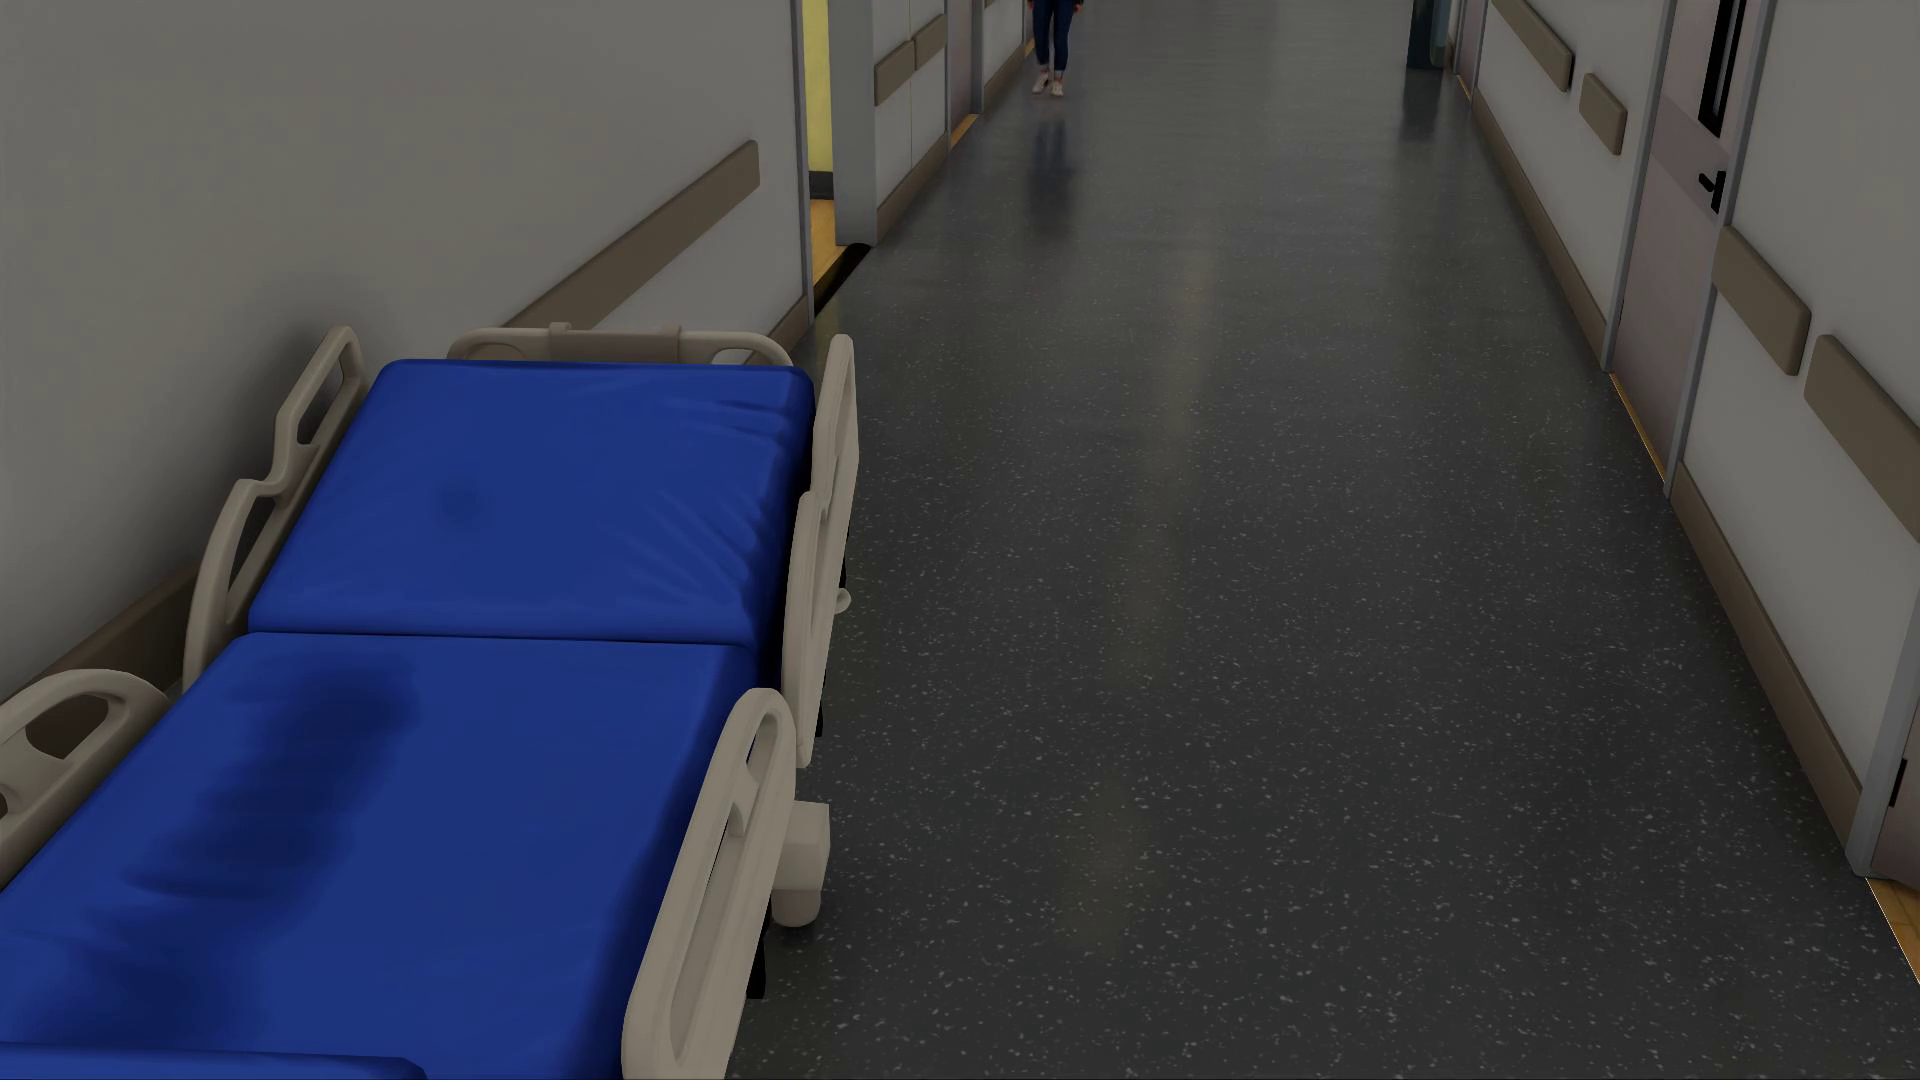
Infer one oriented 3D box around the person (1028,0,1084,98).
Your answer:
[{"bbox_3d":[0.702,-3.995,12.152,0.447,1.470,0.629,4,26,9],"label":"person"}]
